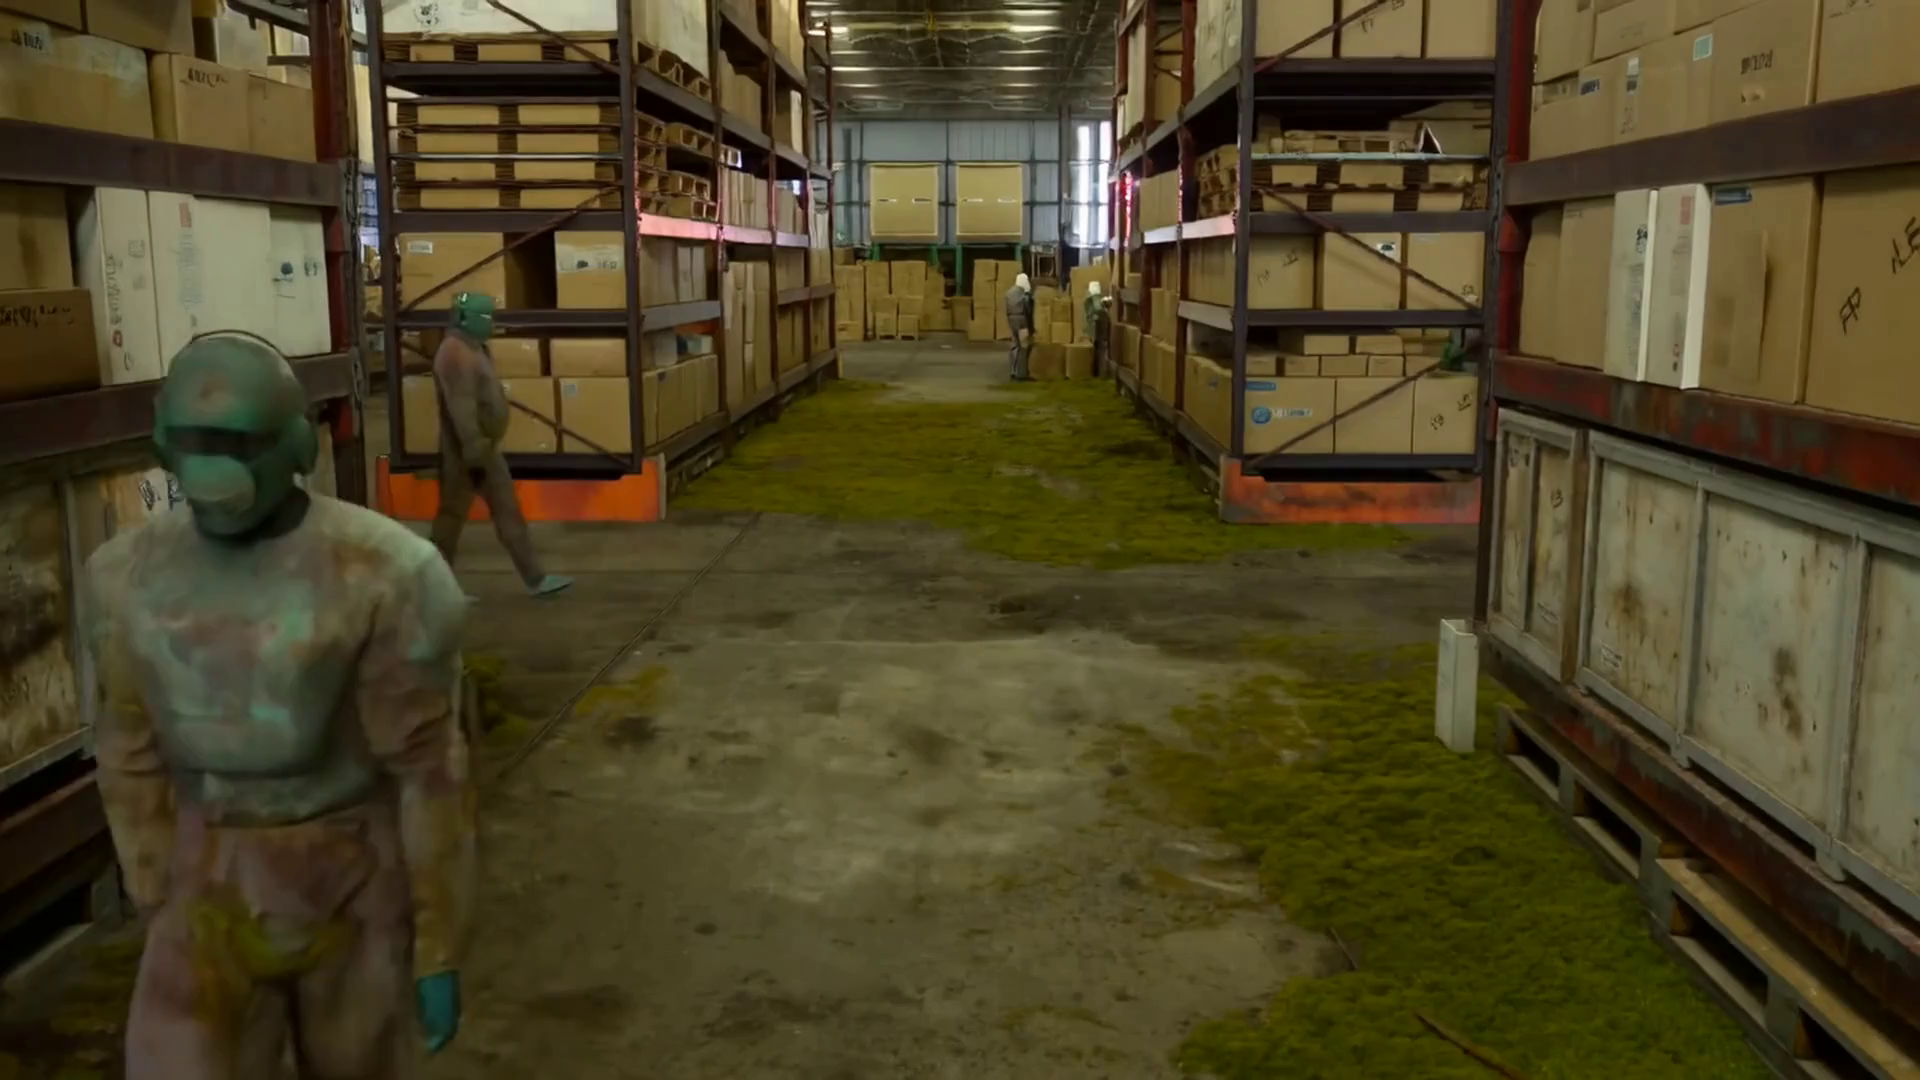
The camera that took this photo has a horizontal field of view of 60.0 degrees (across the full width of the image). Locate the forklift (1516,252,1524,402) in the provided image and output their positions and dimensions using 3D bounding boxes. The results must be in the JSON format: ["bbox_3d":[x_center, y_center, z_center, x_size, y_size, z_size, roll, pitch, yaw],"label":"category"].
[{"bbox_3d":[7.973,-3.351,23.633,1.873,2.768,1.129,2,10,9],"label":"forklift"}]

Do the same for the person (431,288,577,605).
[{"bbox_3d":[-2.741,-0.532,9.769,0.944,1.860,0.665,0,9,-1],"label":"person"}]

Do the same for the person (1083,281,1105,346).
[{"bbox_3d":[2.756,-4.493,34.180,0.513,1.641,0.309,-6,11,-33],"label":"person"}]

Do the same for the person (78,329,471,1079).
[{"bbox_3d":[-1.084,0.631,2.670,0.640,1.921,0.542,0,9,-1],"label":"person"}]

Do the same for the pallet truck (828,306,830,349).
[{"bbox_3d":[-3.100,-3.940,29.800,1.885,1.965,0.823,3,10,19],"label":"pallet truck"}]

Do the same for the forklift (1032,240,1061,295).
[{"bbox_3d":[3.172,-9.648,61.356,1.129,2.768,1.873,0,9,1],"label":"forklift"}]

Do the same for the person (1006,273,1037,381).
[{"bbox_3d":[1.064,-3.646,28.510,0.429,1.843,0.633,-7,12,-37],"label":"person"}]
